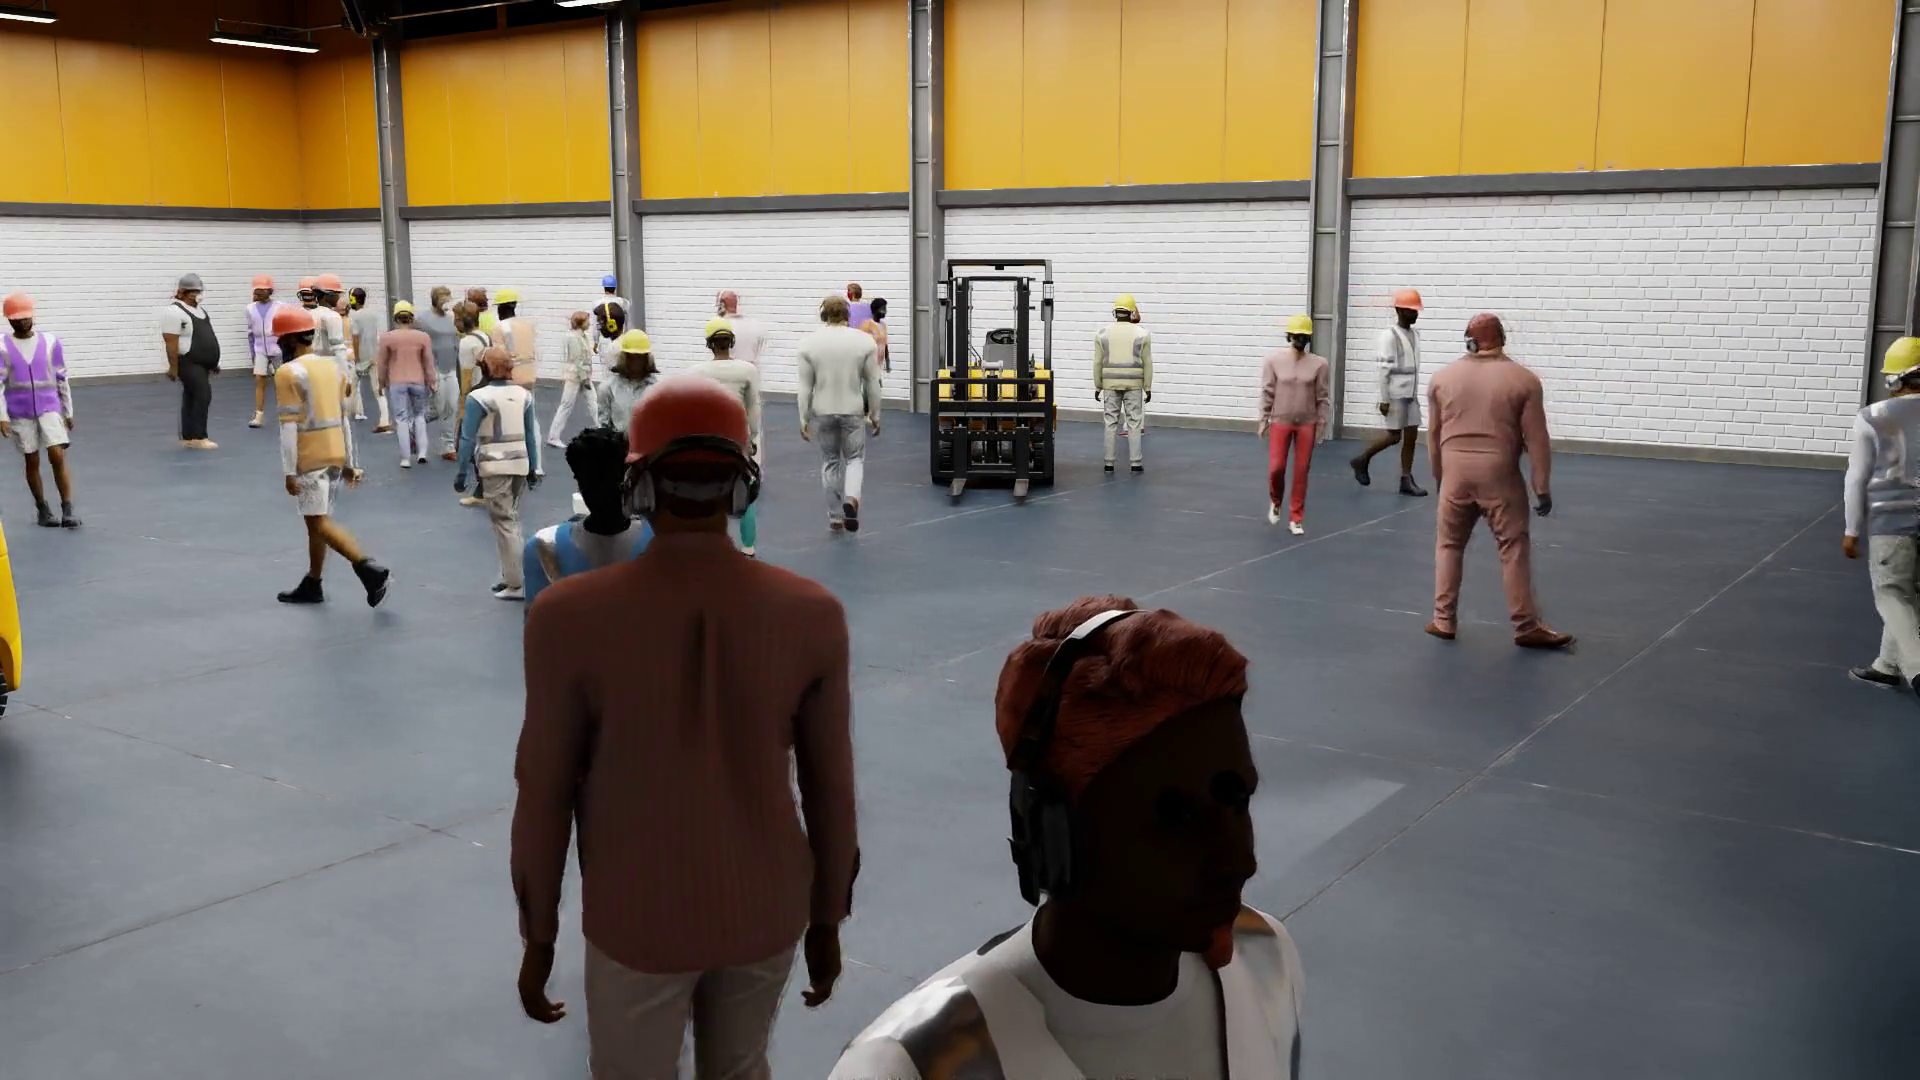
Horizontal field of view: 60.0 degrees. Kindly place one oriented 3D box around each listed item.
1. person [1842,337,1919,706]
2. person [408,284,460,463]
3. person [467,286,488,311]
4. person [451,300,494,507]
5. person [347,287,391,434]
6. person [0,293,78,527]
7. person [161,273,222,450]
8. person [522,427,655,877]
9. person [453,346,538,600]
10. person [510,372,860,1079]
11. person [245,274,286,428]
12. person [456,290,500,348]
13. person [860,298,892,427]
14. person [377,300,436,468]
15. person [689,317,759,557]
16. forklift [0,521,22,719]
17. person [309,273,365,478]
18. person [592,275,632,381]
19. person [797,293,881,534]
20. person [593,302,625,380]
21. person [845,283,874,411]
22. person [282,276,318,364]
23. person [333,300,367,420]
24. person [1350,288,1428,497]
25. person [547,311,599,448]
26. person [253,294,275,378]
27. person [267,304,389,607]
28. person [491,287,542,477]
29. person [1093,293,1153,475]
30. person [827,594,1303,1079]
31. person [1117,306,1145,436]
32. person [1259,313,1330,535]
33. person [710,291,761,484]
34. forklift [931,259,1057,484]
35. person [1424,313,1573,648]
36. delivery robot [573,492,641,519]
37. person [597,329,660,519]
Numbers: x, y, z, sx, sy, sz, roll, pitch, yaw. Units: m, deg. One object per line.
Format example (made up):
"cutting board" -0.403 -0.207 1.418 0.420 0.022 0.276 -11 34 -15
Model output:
"person" 4.652 -0.079 8.079 0.596 1.801 0.800 -1 10 -4
"person" -5.648 -1.776 17.824 0.655 1.917 0.641 4 10 22
"person" -5.449 -1.905 18.701 0.502 1.878 0.679 0 10 1
"person" -4.140 -1.164 14.439 0.509 1.826 0.526 1 10 7
"person" -7.563 -2.247 20.894 0.968 1.819 0.504 4 10 24
"person" -7.379 -1.007 13.271 0.594 1.899 0.781 -6 12 -34
"person" -8.722 -2.050 19.071 0.677 2.000 0.692 0 10 -1
"person" -1.069 0.471 5.155 0.541 1.674 0.708 -2 10 -9
"person" -2.984 -0.422 10.643 0.583 1.617 0.516 5 11 27
"person" -0.454 0.697 2.982 0.637 1.961 0.736 -5 11 -25
"person" -9.070 -2.489 21.856 0.611 1.996 1.041 0 10 0
"person" -5.274 -1.828 18.344 0.620 1.845 0.430 -5 11 -26
"person" -1.075 -2.299 21.611 0.547 1.674 0.554 5 11 27
"person" -5.805 -1.630 17.453 0.556 1.747 0.501 -5 11 -28
"person" -1.711 -0.730 12.050 0.524 1.762 0.325 -4 10 -22
"forklift" -5.296 -0.090 6.943 1.214 2.155 2.313 7 12 35
"person" -6.257 -1.631 16.571 0.608 2.044 0.372 8 12 39
"person" -5.203 -2.981 24.884 0.605 1.951 0.383 -6 11 -31
"person" -0.944 -0.968 13.011 0.657 1.918 0.634 -1 10 -4
"person" -2.584 -0.950 13.126 0.554 1.841 0.617 3 10 17
"person" -1.470 -2.728 23.677 0.563 1.849 0.390 -7 12 -35
"person" -6.853 -1.792 17.671 0.622 1.993 0.384 -2 10 -13
"person" -8.319 -2.429 22.526 0.512 1.639 0.311 -1 10 -5
"person" 4.025 -1.368 15.399 0.547 1.917 0.691 -8 12 -40
"person" -4.388 -1.846 19.205 0.878 1.593 0.514 1 10 8
"person" -12.884 -3.807 30.747 0.498 1.633 0.284 -7 12 -37
"person" -3.910 -0.505 10.302 0.861 1.910 0.563 3 10 17
"person" -4.541 -1.582 16.713 0.819 1.894 0.593 6 11 30
"person" 1.653 -1.571 16.835 0.599 1.830 0.404 2 10 12
"person" 0.117 0.979 1.506 0.358 1.882 0.574 9 13 42
"person" 2.106 -2.094 20.542 0.507 1.631 0.266 -9 13 -42
"person" 2.643 -0.919 13.166 0.549 1.752 0.407 0 10 3
"person" -2.235 -1.443 15.966 0.887 1.866 0.637 9 13 44
"forklift" 0.370 -1.738 16.759 1.214 2.155 2.313 1 10 3
"person" 3.054 -0.331 9.356 0.881 1.877 0.393 7 12 34
"delivery robot" -2.534 -0.251 12.493 0.707 0.478 0.477 3 10 17
"person" -2.108 -0.513 10.840 0.493 1.727 0.641 -2 10 -13
